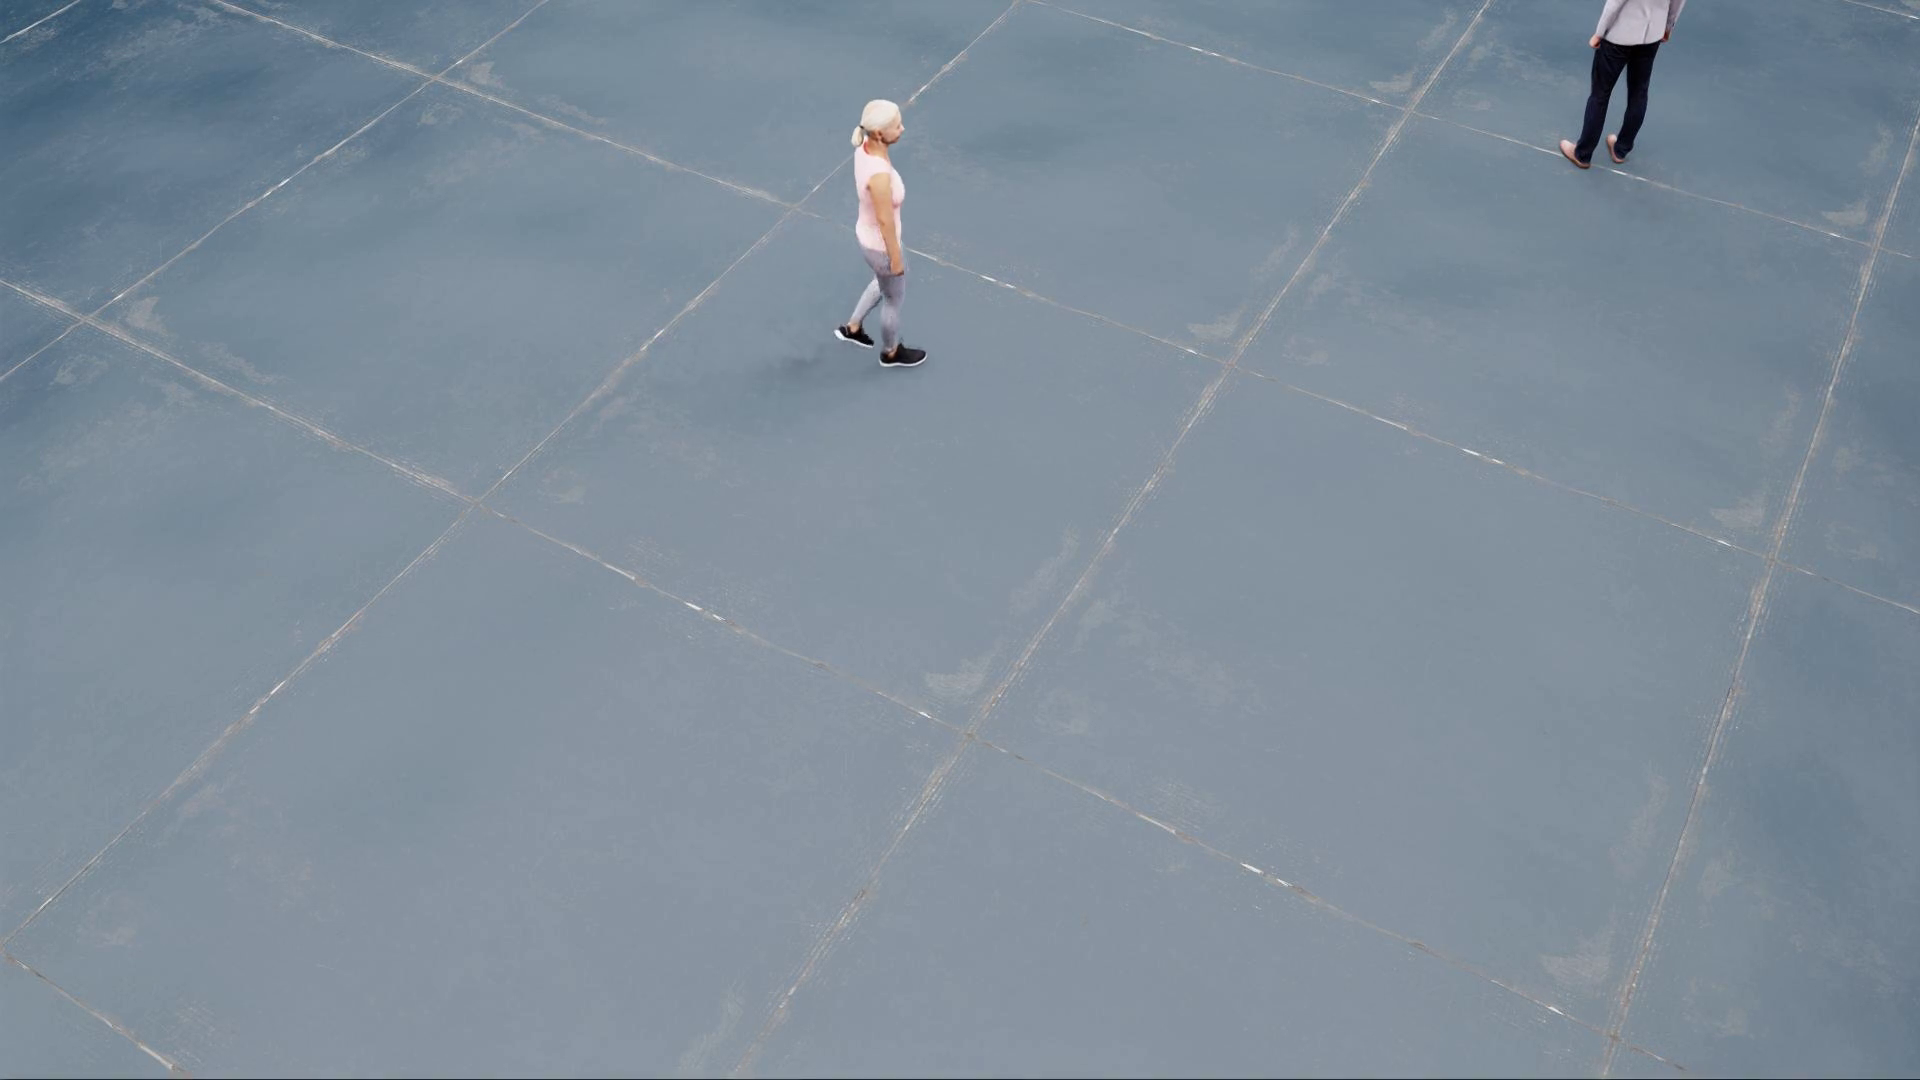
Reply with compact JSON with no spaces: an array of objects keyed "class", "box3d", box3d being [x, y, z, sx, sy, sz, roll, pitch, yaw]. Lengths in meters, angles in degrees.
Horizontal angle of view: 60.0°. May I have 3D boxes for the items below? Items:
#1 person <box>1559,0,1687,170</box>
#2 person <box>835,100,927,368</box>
[{"class":"person","box3d":[4.142,-3.141,10.213,0.732,1.848,0.816,-7,48,-7]},{"class":"person","box3d":[-0.487,-1.596,8.872,0.844,1.719,0.781,-10,48,-9]}]
